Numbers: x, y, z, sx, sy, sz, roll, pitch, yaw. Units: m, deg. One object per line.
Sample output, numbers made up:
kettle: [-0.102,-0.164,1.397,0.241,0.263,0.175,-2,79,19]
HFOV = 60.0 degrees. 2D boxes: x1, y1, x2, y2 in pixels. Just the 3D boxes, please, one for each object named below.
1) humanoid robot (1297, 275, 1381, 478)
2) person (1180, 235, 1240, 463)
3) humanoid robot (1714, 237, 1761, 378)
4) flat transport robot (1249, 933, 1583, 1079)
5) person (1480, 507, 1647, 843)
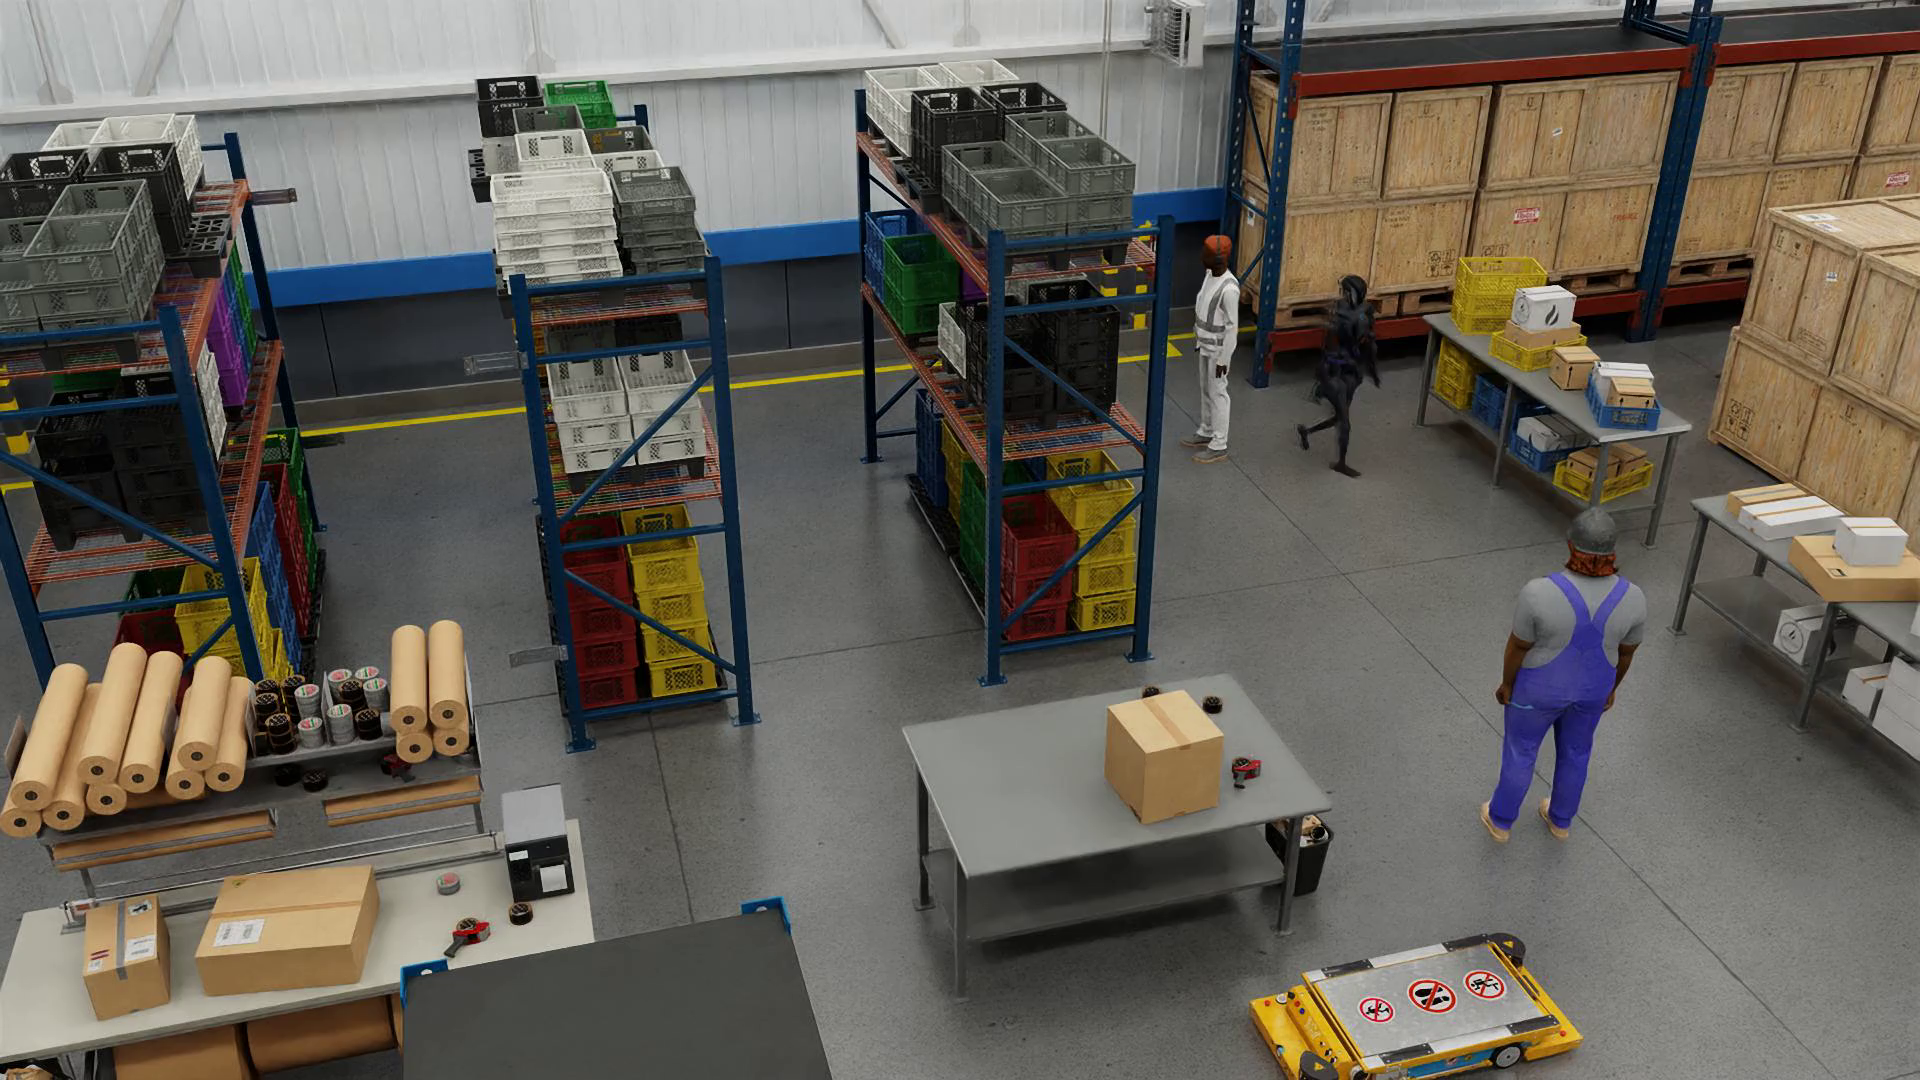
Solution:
humanoid robot: [3.008,-1.361,13.200,0.568,1.629,0.664,-25,38,-38]
person: [2.026,-1.528,13.264,0.340,1.881,0.579,-4,29,-8]
humanoid robot: [7.083,-2.114,14.572,0.634,1.625,0.593,-8,30,-15]
flat transport robot: [2.184,2.282,7.980,1.431,0.197,0.652,-8,30,-14]
person: [3.244,0.729,8.997,0.679,2.000,0.536,0,29,0]
